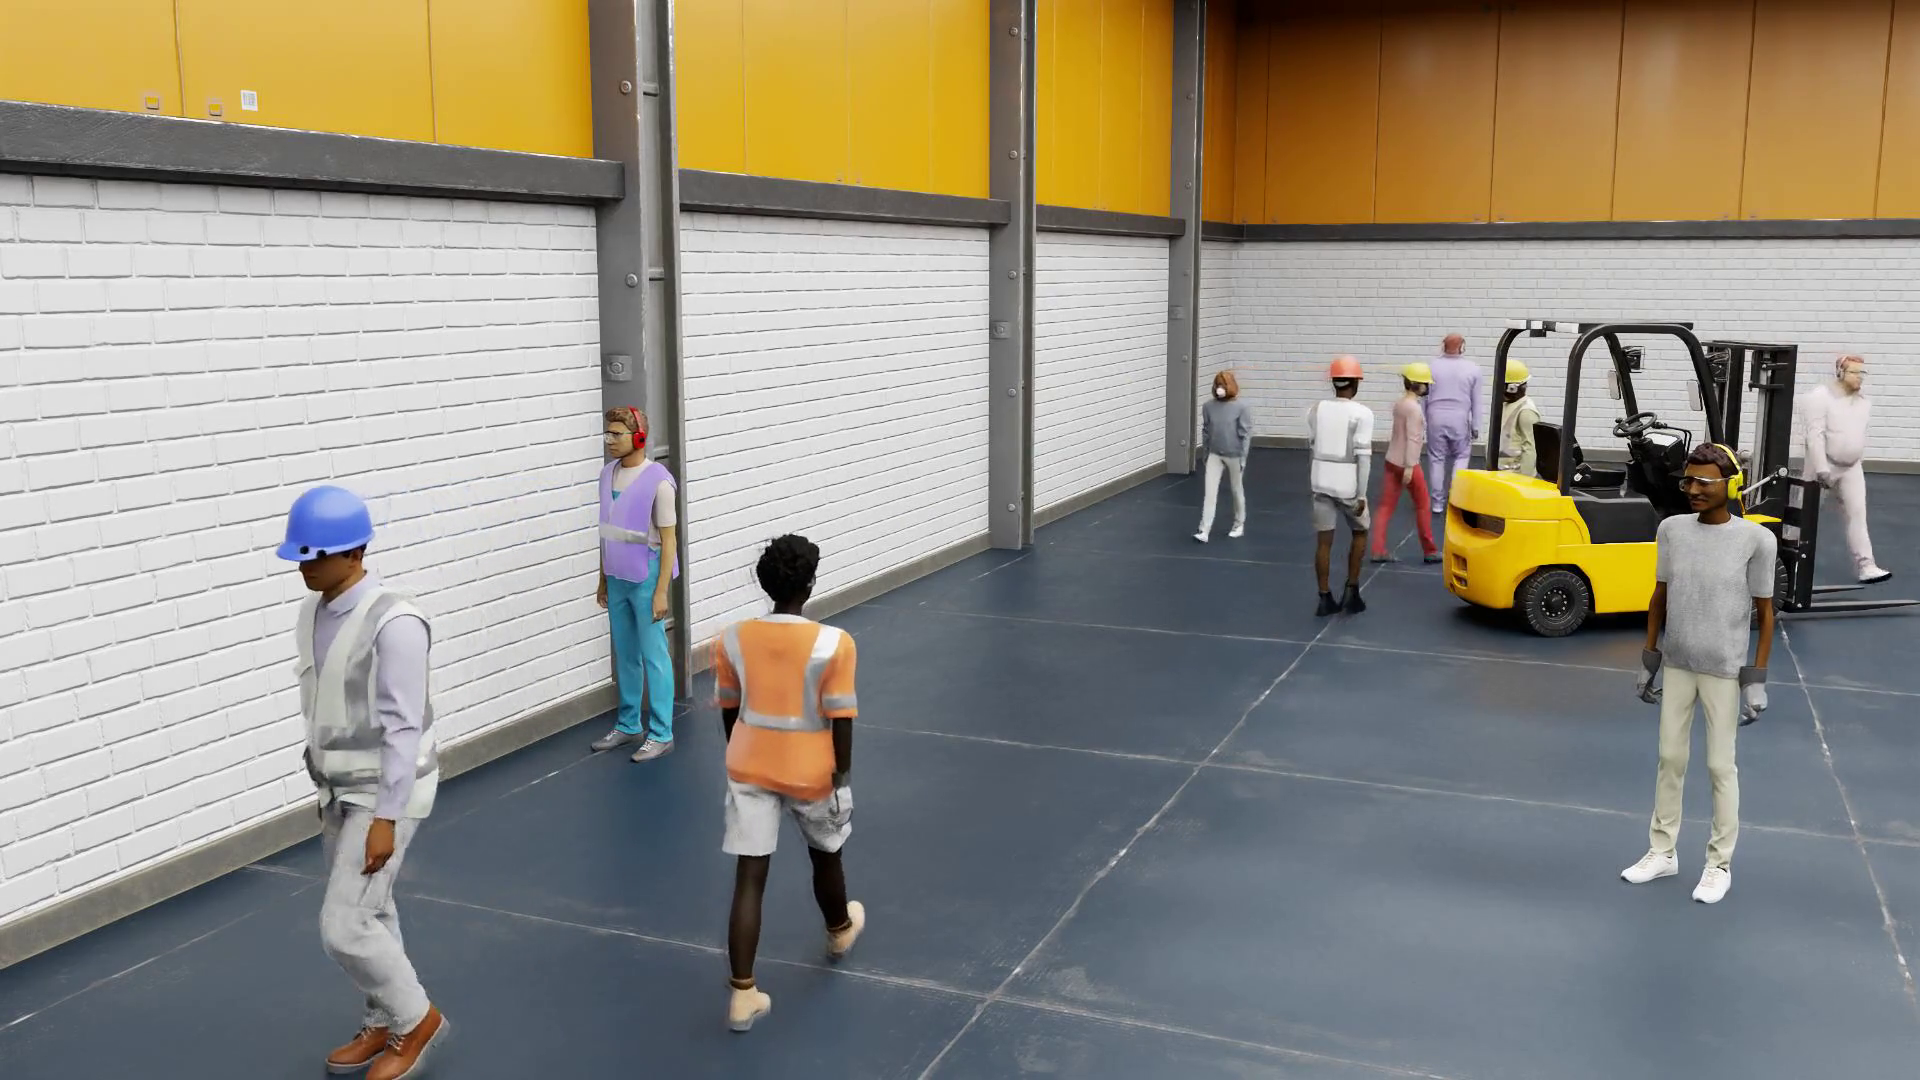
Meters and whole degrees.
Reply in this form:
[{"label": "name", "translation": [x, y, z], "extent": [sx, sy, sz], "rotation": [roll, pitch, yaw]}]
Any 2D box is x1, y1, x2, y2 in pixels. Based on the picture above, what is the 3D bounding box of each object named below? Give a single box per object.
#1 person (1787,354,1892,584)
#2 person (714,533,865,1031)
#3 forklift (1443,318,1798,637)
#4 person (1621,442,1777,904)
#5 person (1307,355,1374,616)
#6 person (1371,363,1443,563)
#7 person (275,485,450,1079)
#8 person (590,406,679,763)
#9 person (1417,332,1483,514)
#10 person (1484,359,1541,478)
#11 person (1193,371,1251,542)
[{"label": "person", "translation": [7.161, -0.580, 13.558], "extent": [0.647, 1.848, 1.028], "rotation": [-2, 10, -10]}, {"label": "person", "translation": [-0.590, 0.792, 5.810], "extent": [0.550, 1.637, 0.909], "rotation": [2, 10, 14]}, {"label": "forklift", "translation": [4.706, -0.497, 11.990], "extent": [2.313, 2.155, 1.214], "rotation": [-2, 10, -10]}, {"label": "person", "translation": [3.012, 0.531, 6.748], "extent": [0.309, 1.868, 0.535], "rotation": [-8, 12, -39]}, {"label": "person", "translation": [2.816, -0.402, 12.248], "extent": [0.546, 1.913, 0.582], "rotation": [7, 12, 37]}, {"label": "person", "translation": [3.928, -0.648, 14.308], "extent": [0.817, 1.730, 0.535], "rotation": [-2, 9, -9]}, {"label": "person", "translation": [-1.835, 0.774, 5.100], "extent": [0.635, 1.920, 0.489], "rotation": [8, 12, 41]}, {"label": "person", "translation": [-1.684, 0.221, 8.689], "extent": [0.565, 1.846, 0.390], "rotation": [8, 12, 40]}, {"label": "person", "translation": [5.035, -1.196, 17.150], "extent": [0.659, 1.894, 0.459], "rotation": [4, 10, 21]}, {"label": "person", "translation": [4.380, -0.519, 13.229], "extent": [0.404, 1.829, 0.591], "rotation": [0, 9, 0]}, {"label": "person", "translation": [2.466, -0.779, 15.512], "extent": [0.518, 1.580, 0.850], "rotation": [6, 11, 33]}]
